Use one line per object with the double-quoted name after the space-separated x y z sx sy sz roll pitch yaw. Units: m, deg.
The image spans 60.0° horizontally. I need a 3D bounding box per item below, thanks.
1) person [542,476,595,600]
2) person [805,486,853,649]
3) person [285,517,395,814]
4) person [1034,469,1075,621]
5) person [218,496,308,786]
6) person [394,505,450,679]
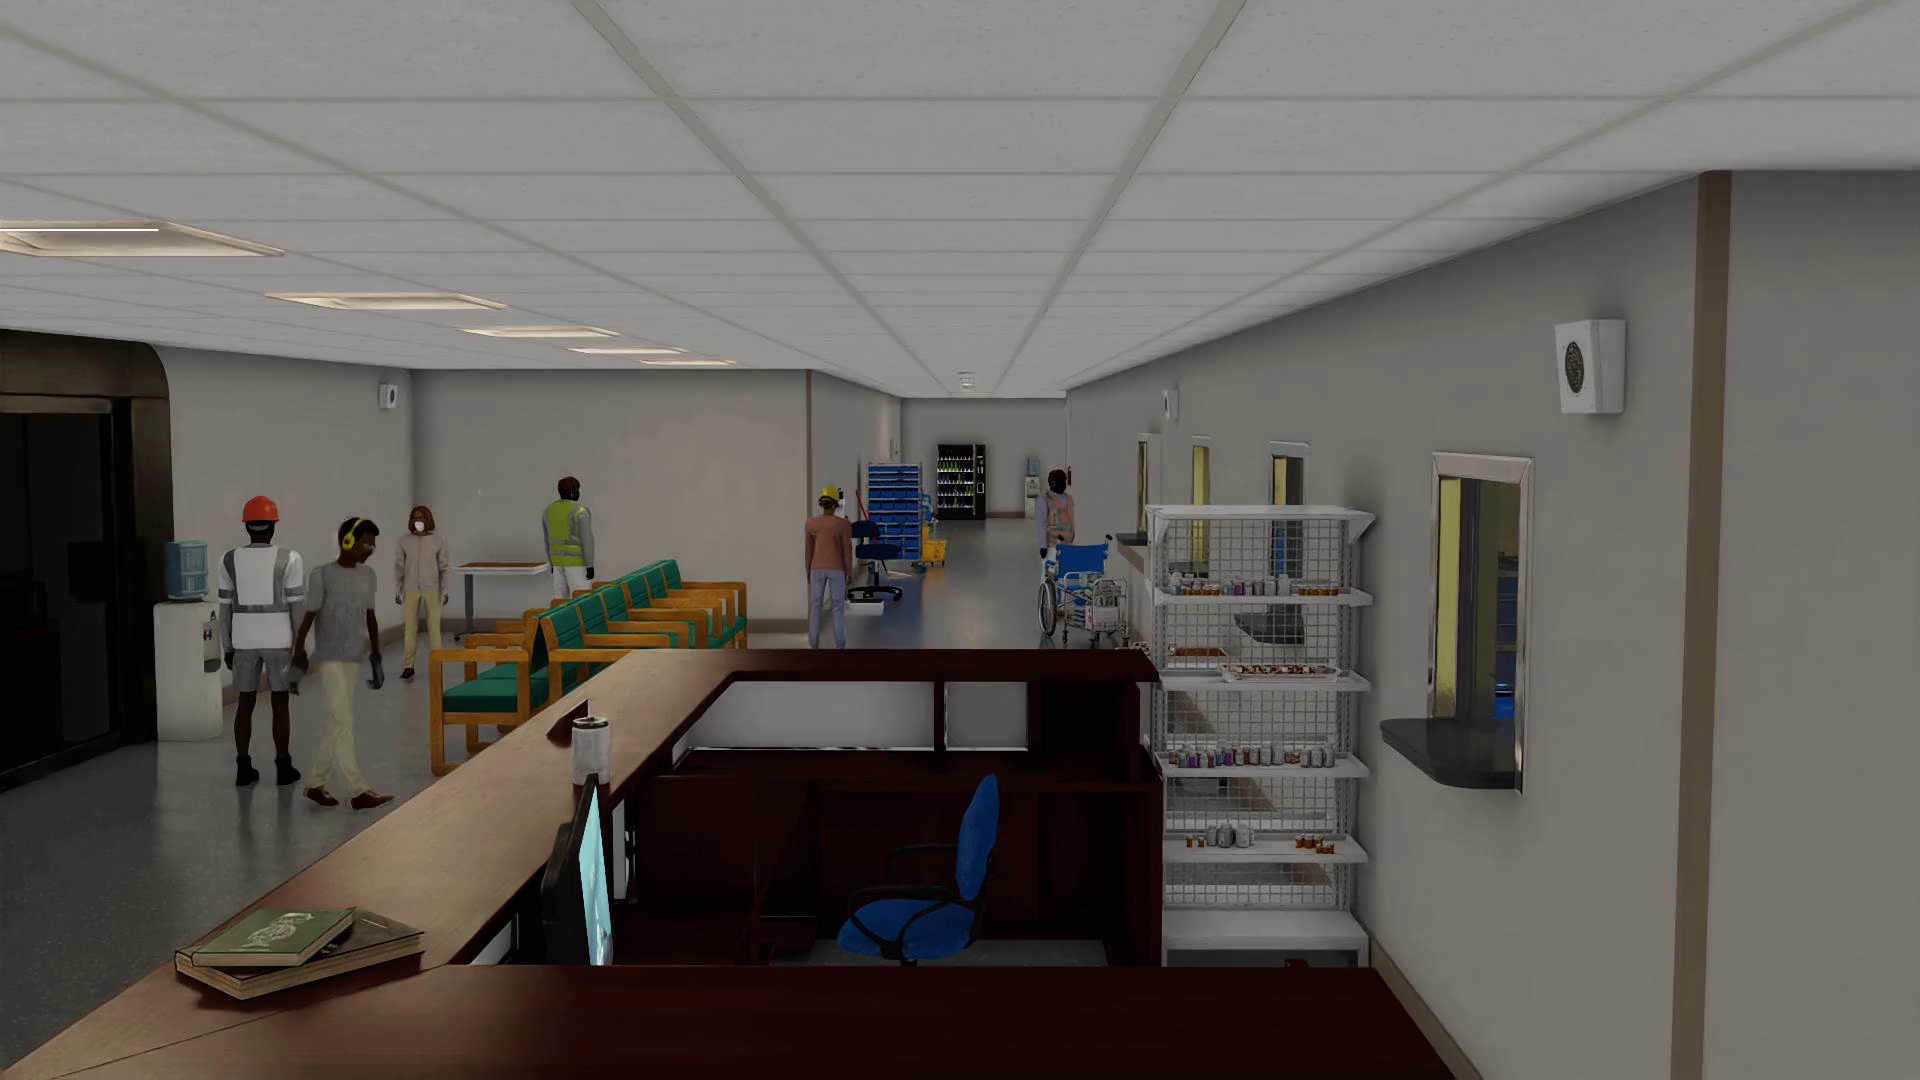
-4.082 0.254 17.491 0.627 1.847 0.429 2 5 29 "person"
-1.354 0.318 17.201 0.522 1.758 0.350 1 4 15 "person"
-3.787 0.778 10.318 0.866 1.816 0.602 2 5 27 "person"
1.184 0.061 20.207 0.429 1.843 0.633 4 5 41 "person"
-4.636 0.671 11.087 0.549 1.930 0.390 0 4 -4 "person"
-5.052 0.490 15.621 0.498 1.634 0.278 -1 4 -10 "person"
